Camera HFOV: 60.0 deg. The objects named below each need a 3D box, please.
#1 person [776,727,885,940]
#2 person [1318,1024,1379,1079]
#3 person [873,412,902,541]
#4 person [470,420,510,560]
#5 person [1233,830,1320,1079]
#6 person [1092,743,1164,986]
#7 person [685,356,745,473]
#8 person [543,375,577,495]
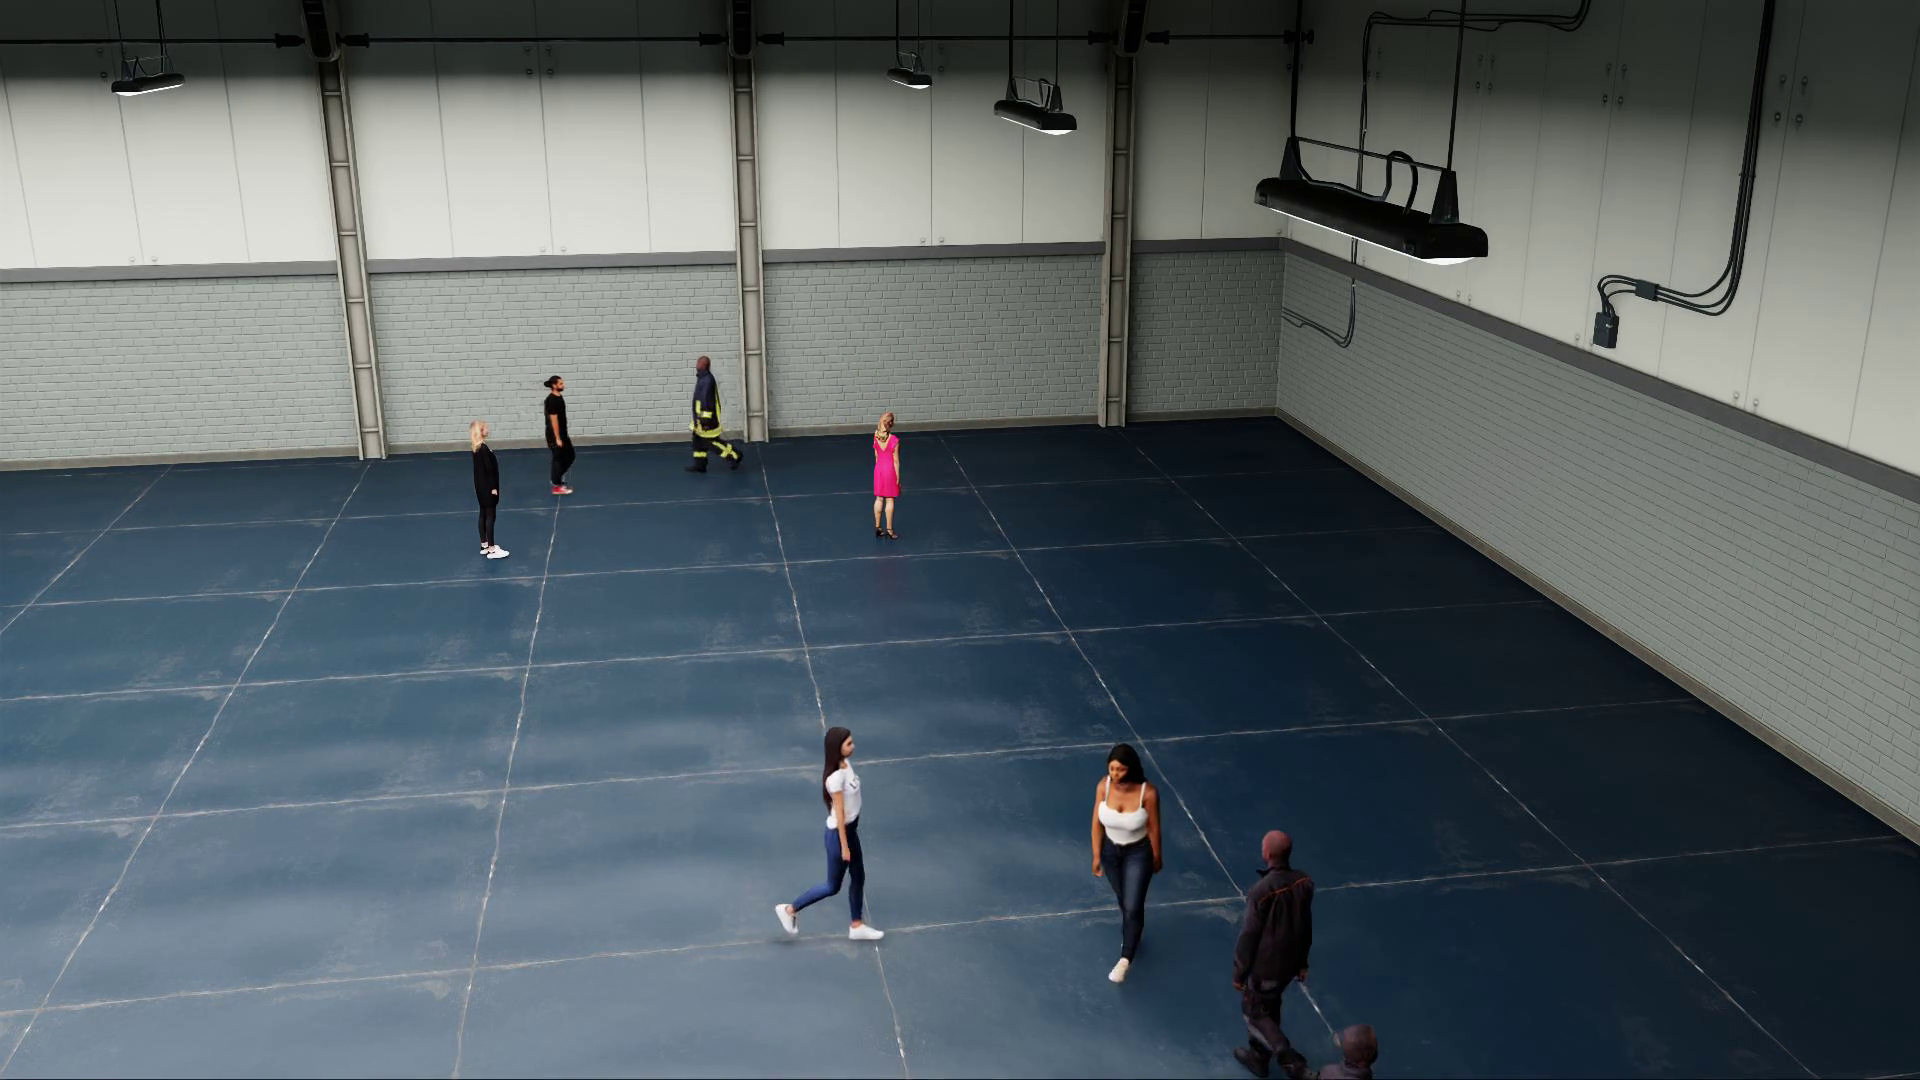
[{"bbox_3d":[-0.984,2.242,12.482,1.104,1.753,0.809,2,18,7],"label":"person"},{"bbox_3d":[2.032,3.413,8.790,1.116,1.812,0.791,-6,19,-18],"label":"person"},{"bbox_3d":[-0.989,-0.863,22.060,0.665,1.726,0.724,12,22,33],"label":"person"},{"bbox_3d":[-6.087,-0.662,21.325,0.678,1.798,0.683,-13,22,-34],"label":"person"},{"bbox_3d":[2.091,2.785,10.752,1.132,1.792,1.064,-14,23,-36],"label":"person"},{"bbox_3d":[1.269,2.290,12.305,1.098,1.772,1.109,9,20,26],"label":"person"},{"bbox_3d":[-3.720,-1.874,25.043,1.111,1.801,0.741,-3,18,-10],"label":"person"},{"bbox_3d":[-5.887,-1.505,23.995,0.701,1.748,0.685,1,18,2],"label":"person"}]
